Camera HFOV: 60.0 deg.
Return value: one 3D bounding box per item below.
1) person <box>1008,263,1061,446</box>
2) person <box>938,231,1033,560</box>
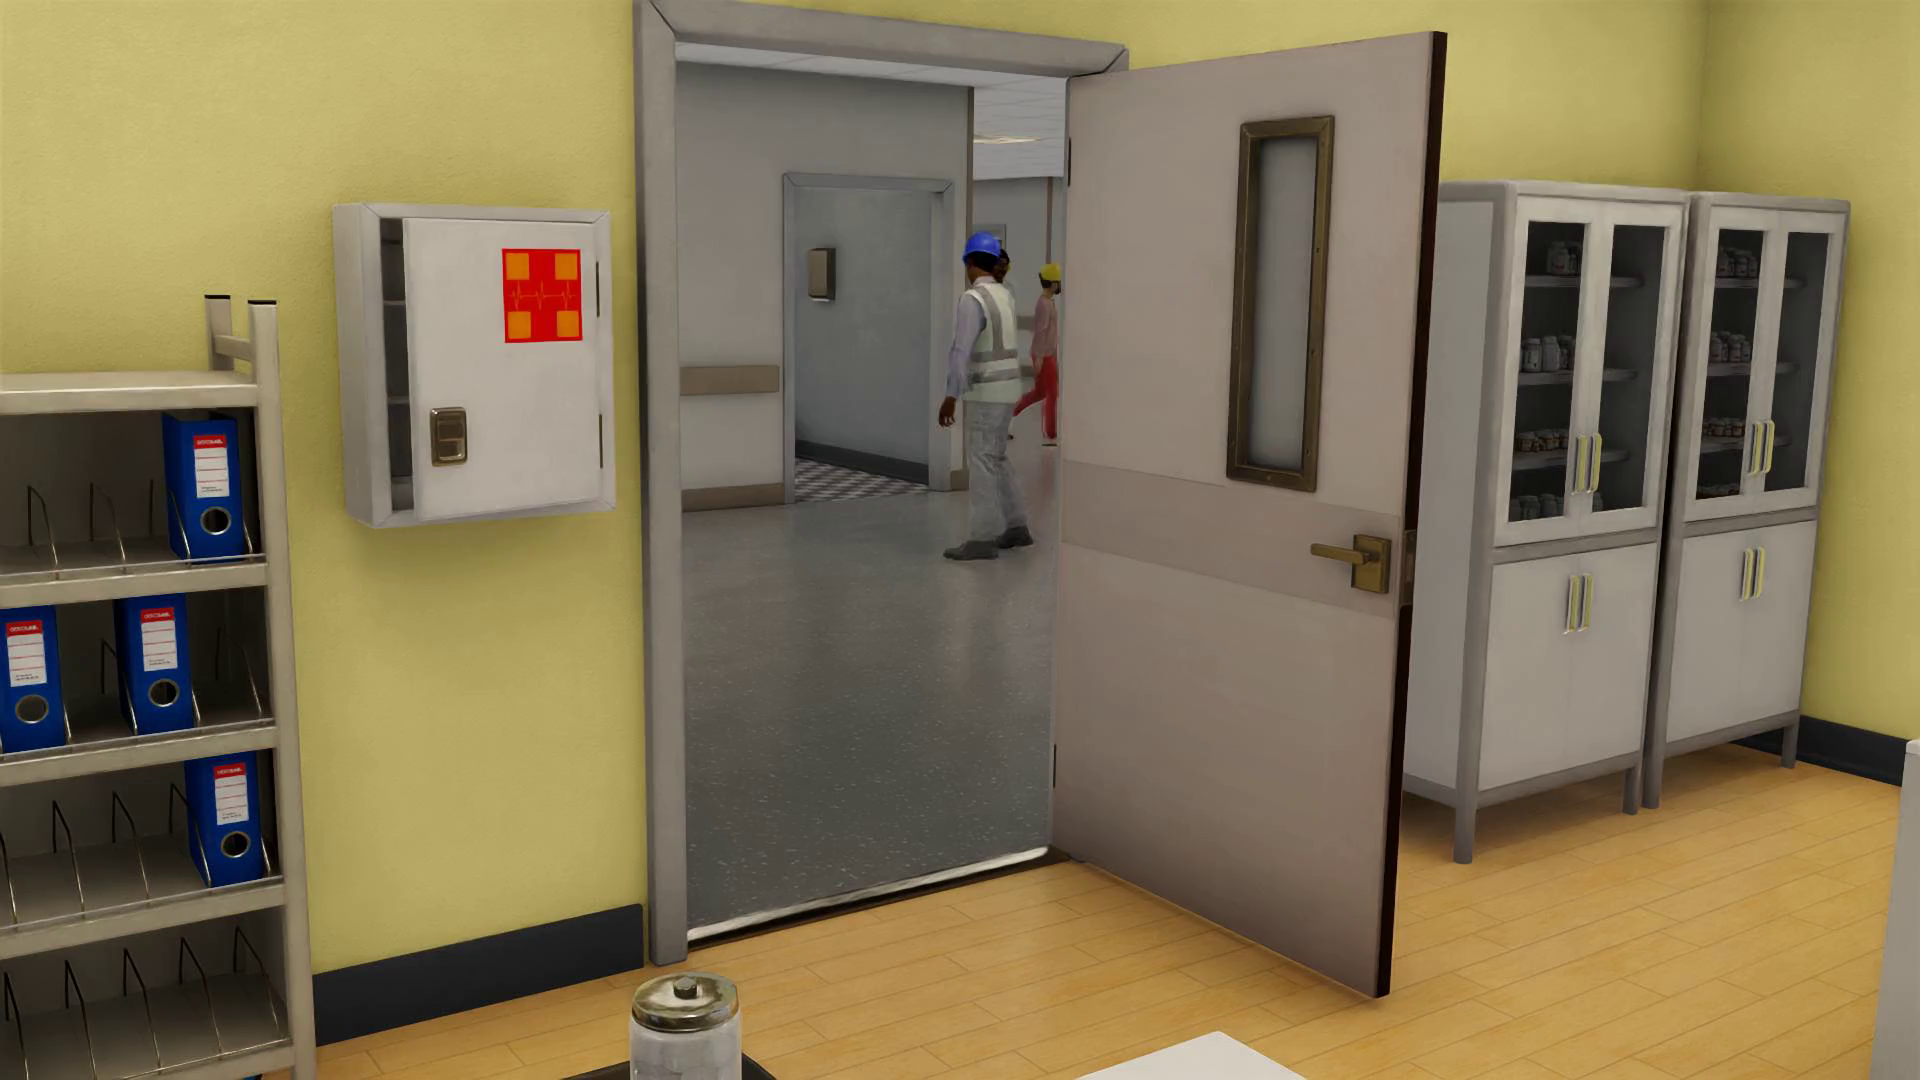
[{"bbox_3d":[0.726,-1.760,15.829,0.695,1.740,0.523,1,10,3],"label":"person"},{"bbox_3d":[0.163,-0.836,9.752,0.464,1.924,0.796,4,10,20],"label":"person"}]
